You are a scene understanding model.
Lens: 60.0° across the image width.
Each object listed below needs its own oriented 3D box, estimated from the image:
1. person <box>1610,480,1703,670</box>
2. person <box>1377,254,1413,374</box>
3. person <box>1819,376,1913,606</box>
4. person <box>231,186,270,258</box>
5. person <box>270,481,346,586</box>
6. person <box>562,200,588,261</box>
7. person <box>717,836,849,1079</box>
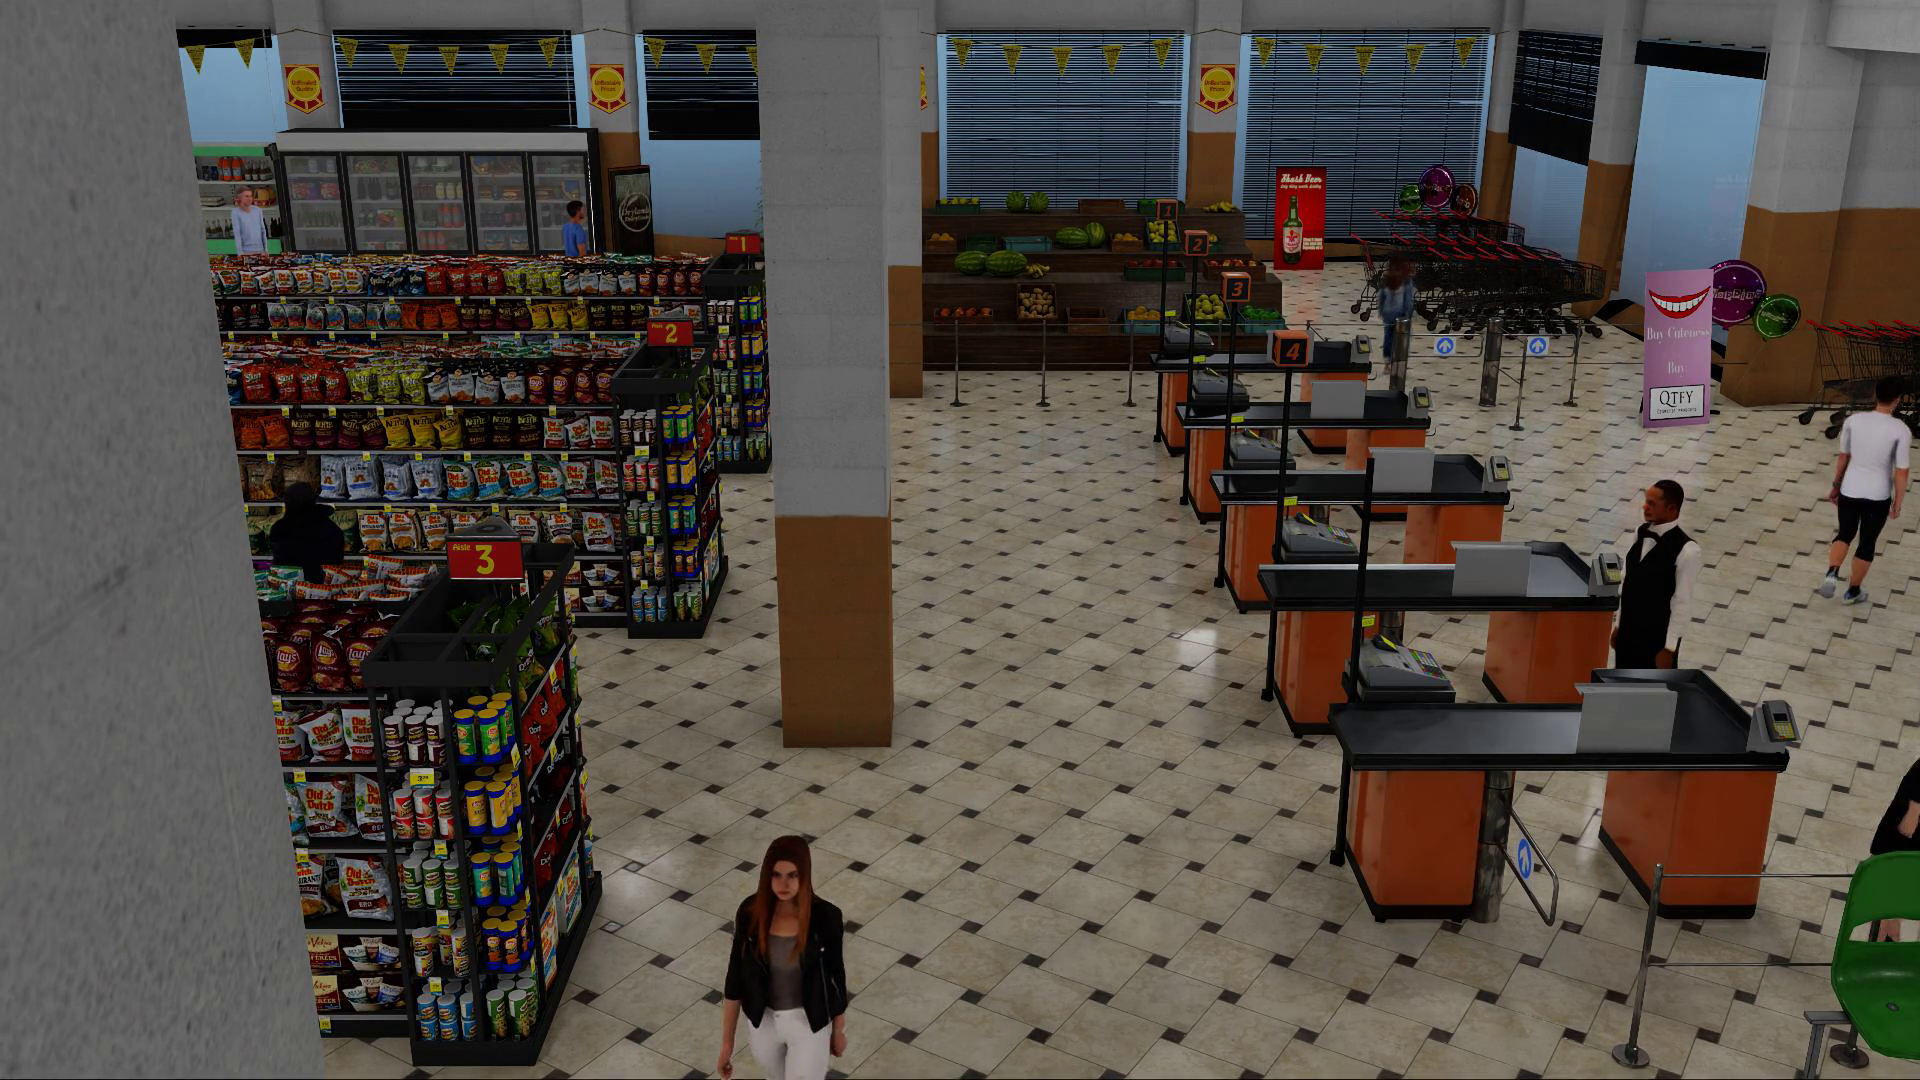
[{"bbox_3d":[4.161,0.546,10.022,0.696,1.918,0.757,-6,19,-17],"label":"person"},{"bbox_3d":[5.383,-2.789,20.636,0.683,1.457,0.755,12,22,31],"label":"person"},{"bbox_3d":[6.941,-0.348,12.805,1.001,1.835,0.937,-16,25,-40],"label":"person"},{"bbox_3d":[-10.262,-4.170,24.058,0.767,1.887,0.732,14,23,35],"label":"person"},{"bbox_3d":[-4.188,0.412,10.803,0.818,1.675,0.790,10,21,28],"label":"person"},{"bbox_3d":[-5.239,-3.689,22.673,0.777,1.861,0.734,-15,24,-38],"label":"person"},{"bbox_3d":[-0.654,1.874,6.487,1.123,1.661,0.843,4,19,12],"label":"person"}]
